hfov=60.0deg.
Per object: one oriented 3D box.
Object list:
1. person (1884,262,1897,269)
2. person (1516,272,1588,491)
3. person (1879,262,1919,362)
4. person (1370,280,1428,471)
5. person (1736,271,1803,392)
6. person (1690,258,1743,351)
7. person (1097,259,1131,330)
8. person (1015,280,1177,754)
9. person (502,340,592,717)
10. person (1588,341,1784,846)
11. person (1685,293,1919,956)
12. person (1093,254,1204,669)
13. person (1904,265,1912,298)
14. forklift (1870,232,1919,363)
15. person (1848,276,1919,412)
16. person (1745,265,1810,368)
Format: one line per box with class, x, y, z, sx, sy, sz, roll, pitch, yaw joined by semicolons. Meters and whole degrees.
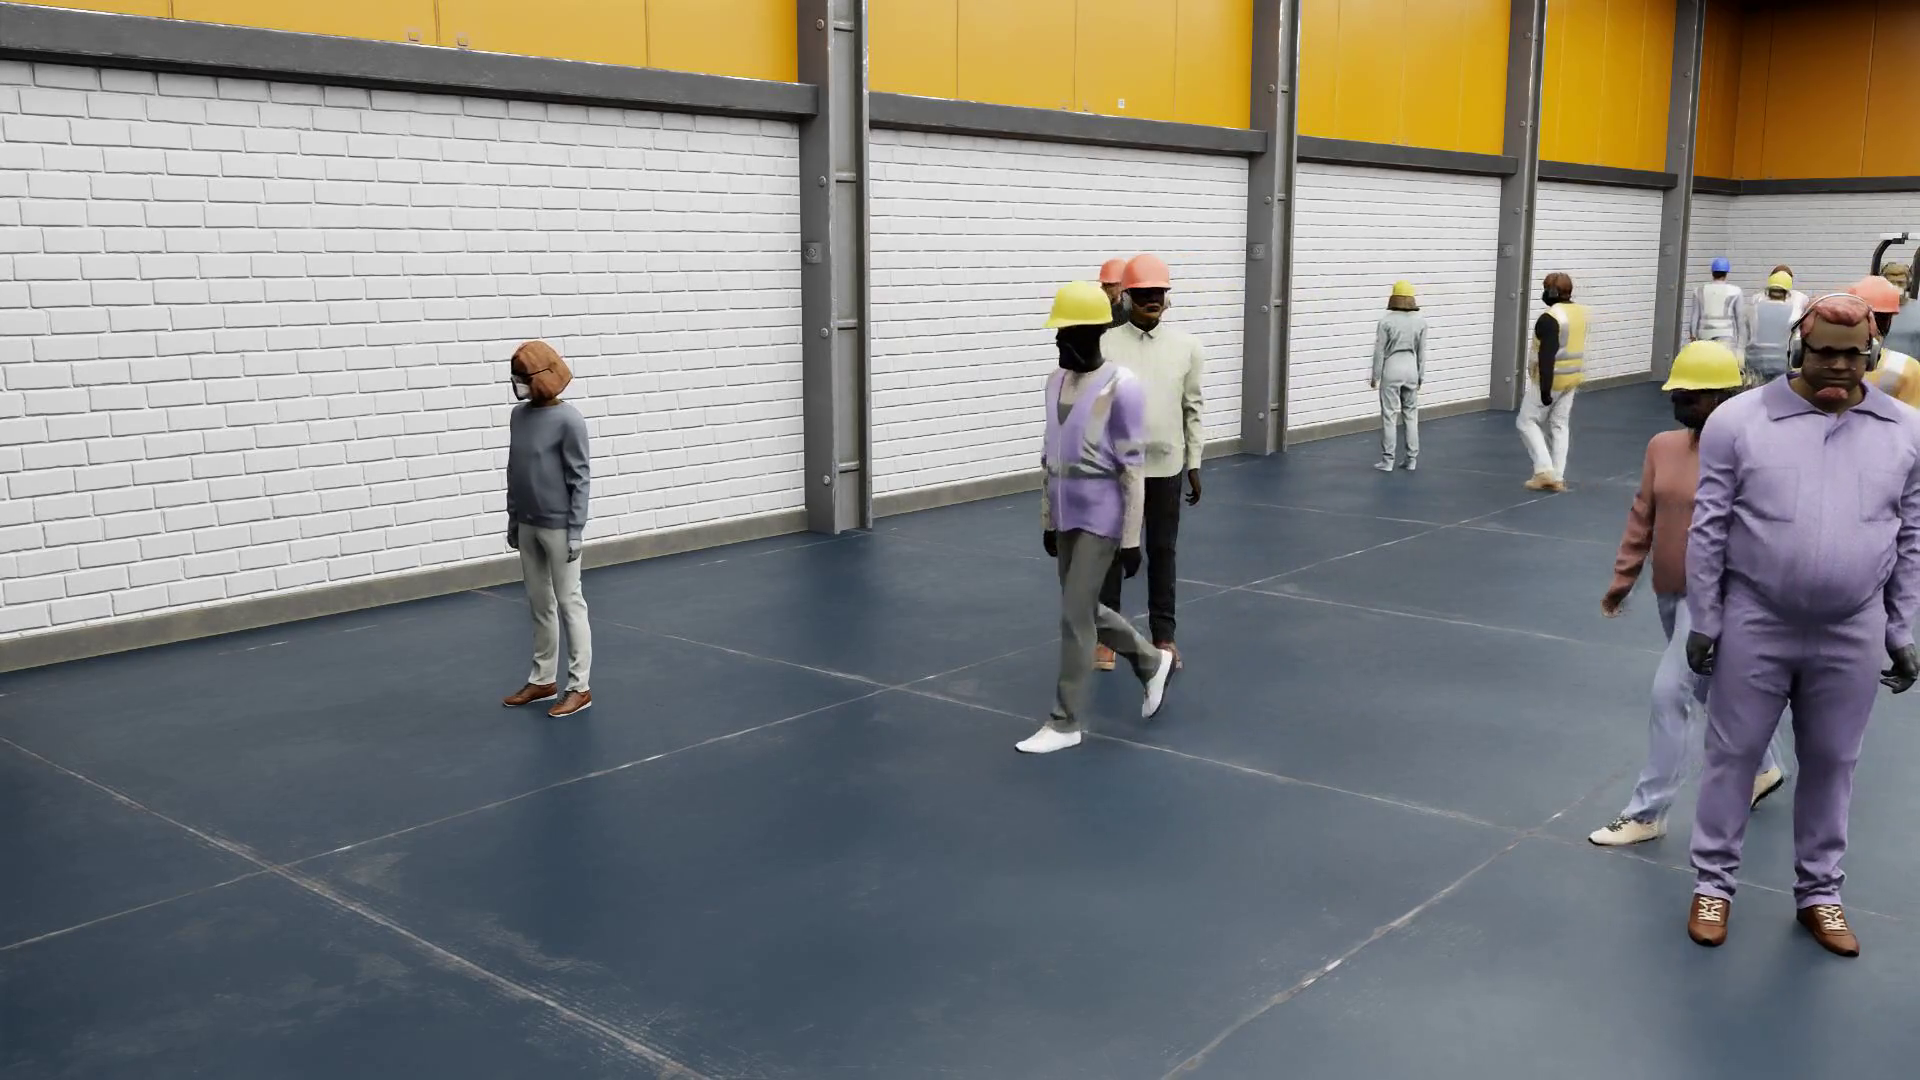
person;13.438;-3.156;24.393;0.574;1.833;0.797;-6;11;-29
person;4.936;-1.306;13.851;0.634;1.829;0.448;-8;13;-38
person;6.827;-1.075;12.265;0.665;1.914;0.722;5;11;25
person;4.004;-1.498;15.196;0.489;1.742;0.327;-2;10;-12
person;7.756;-1.664;15.928;0.603;1.810;0.511;5;11;26
person;9.627;-2.637;21.201;0.615;1.917;0.944;8;13;39
person;1.187;-1.210;13.011;0.615;1.945;1.043;9;13;41
person;0.588;-0.103;6.791;0.799;1.907;0.599;-6;11;-29
person;-1.804;-0.051;7.251;0.498;1.633;0.283;8;13;38
person;2.591;0.168;5.751;0.893;1.724;0.523;-3;10;-17
person;2.424;0.250;4.784;0.636;1.902;0.406;2;10;13
person;0.867;-0.364;8.002;0.619;1.997;0.373;0;10;-1
person;10.469;-2.156;18.634;0.383;1.847;0.569;7;12;35
forklift;9.955;-1.972;16.595;2.313;2.155;1.214;1;10;8
person;4.228;-0.298;7.909;0.929;1.908;0.553;-8;12;-37
person;8.567;-1.957;17.506;0.630;1.846;0.429;7;12;36
